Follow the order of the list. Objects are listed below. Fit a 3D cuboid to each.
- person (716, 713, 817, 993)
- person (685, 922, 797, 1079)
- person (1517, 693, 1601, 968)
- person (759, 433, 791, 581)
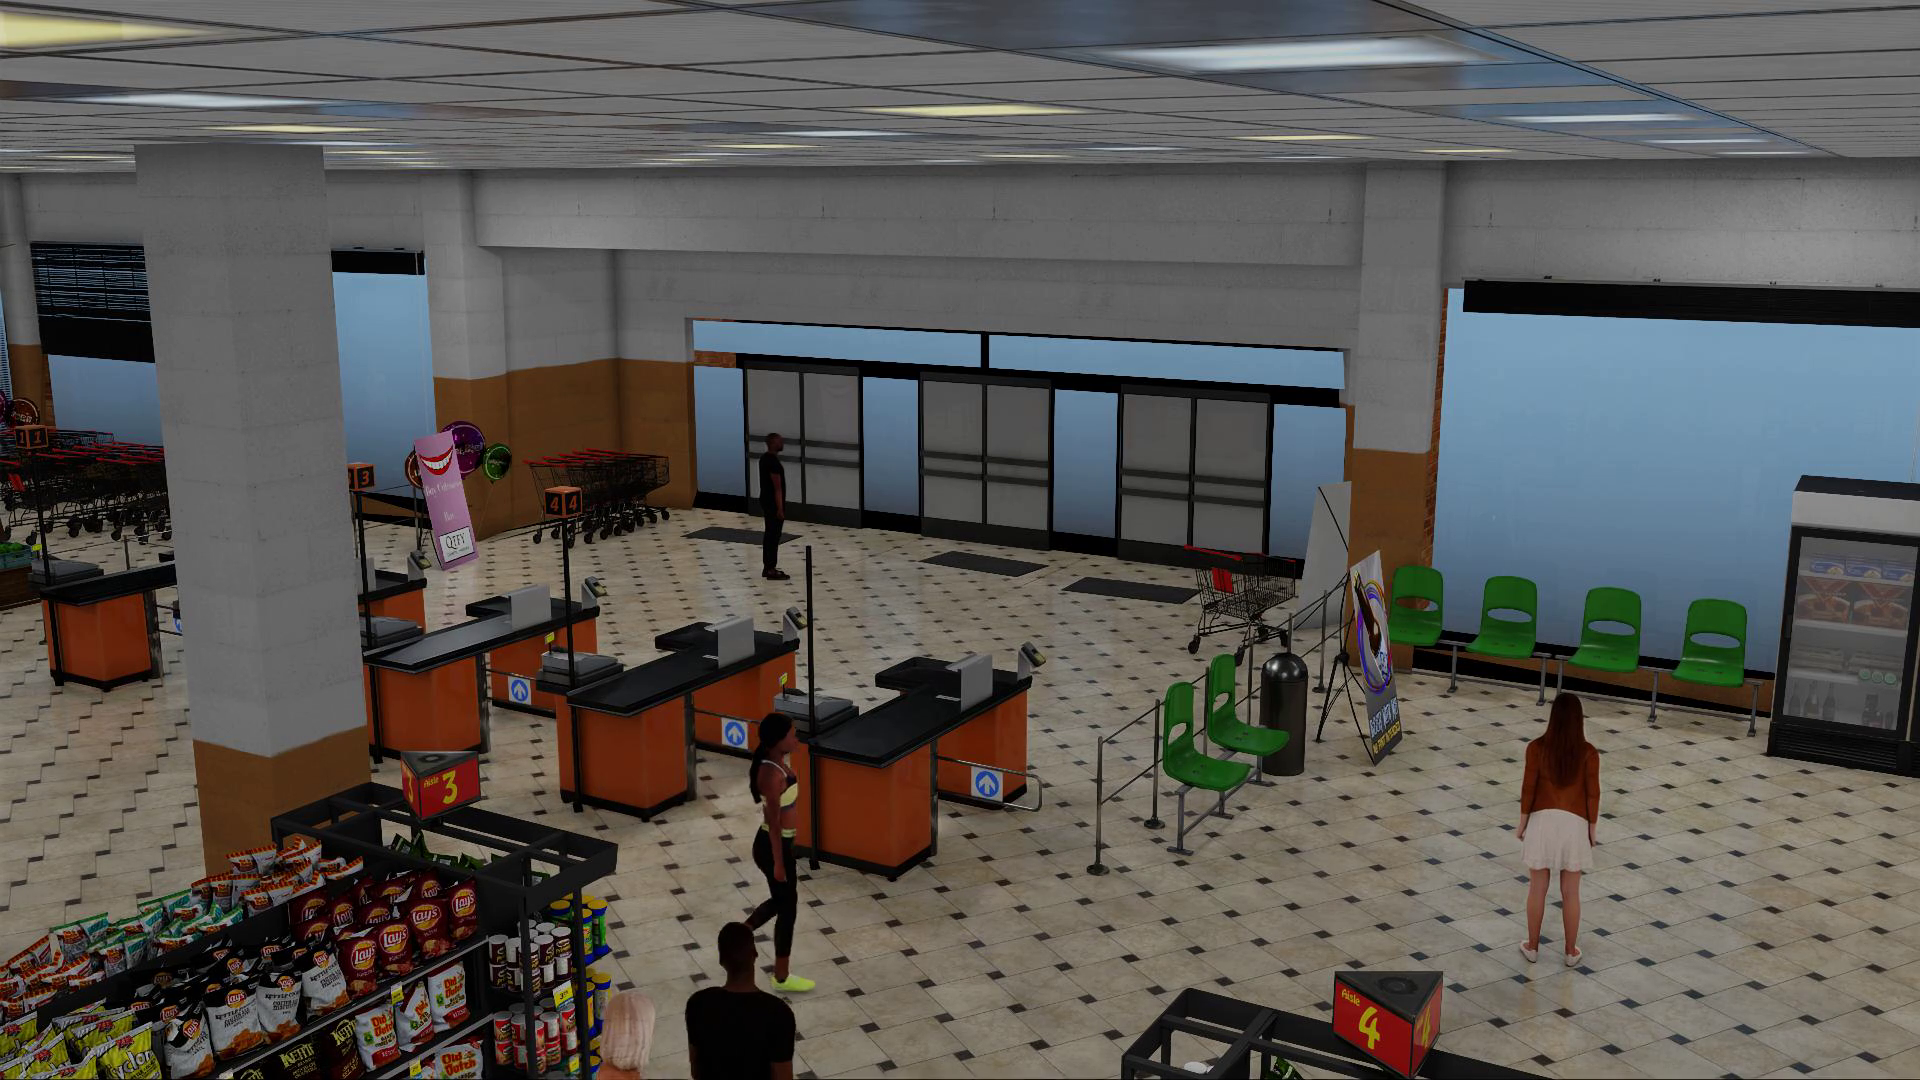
[{"bbox_3d":[-1.178,1.865,9.874,0.882,1.738,0.864,-1,12,-5],"label":"person"},{"bbox_3d":[-0.949,2.497,6.838,0.981,1.753,1.253,1,12,6],"label":"person"},{"bbox_3d":[3.701,1.784,10.302,0.671,1.719,0.635,4,12,17],"label":"person"},{"bbox_3d":[-2.313,-0.425,20.557,0.772,1.819,0.737,-4,13,-19],"label":"person"}]
